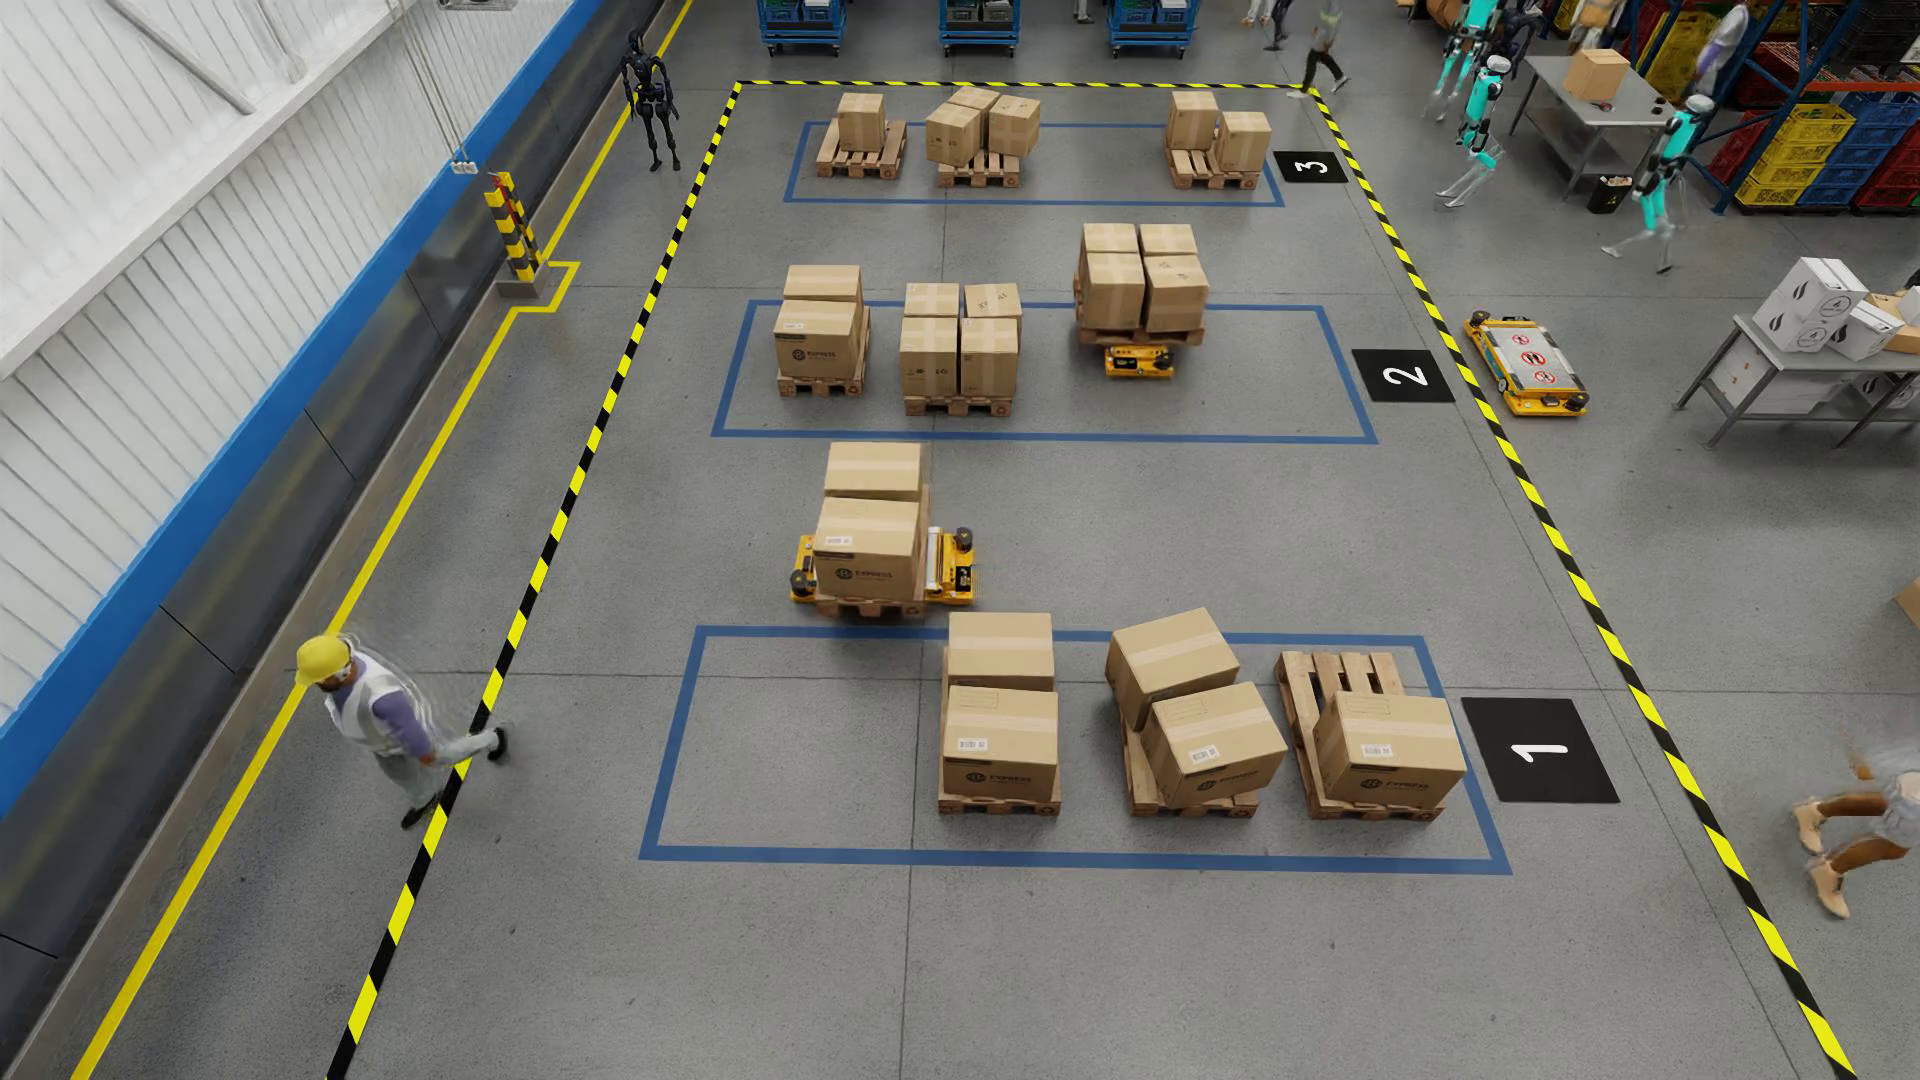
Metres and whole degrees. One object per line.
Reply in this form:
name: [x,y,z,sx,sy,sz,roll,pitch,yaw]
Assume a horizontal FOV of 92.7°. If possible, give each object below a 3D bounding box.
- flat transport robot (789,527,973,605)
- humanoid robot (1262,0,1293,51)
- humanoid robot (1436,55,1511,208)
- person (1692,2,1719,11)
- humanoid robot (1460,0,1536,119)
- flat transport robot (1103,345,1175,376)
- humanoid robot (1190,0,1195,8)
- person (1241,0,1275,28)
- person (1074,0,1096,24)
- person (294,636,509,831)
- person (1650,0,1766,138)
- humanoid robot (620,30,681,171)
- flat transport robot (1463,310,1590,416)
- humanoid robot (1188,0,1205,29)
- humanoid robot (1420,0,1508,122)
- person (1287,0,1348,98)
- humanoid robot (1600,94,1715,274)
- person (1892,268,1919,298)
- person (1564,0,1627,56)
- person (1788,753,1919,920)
flat transport robot: [-0.611,0.191,7.350,1.431,0.197,0.652,1,49,1]
humanoid robot: [4.920,-8.297,13.778,0.381,1.654,0.591,6,49,5]
humanoid robot: [6.042,-4.652,10.499,0.735,1.677,0.533,0,49,0]
person: [10.844,-7.890,13.391,0.500,1.730,0.492,-8,50,-7]
humanoid robot: [7.145,-6.390,12.136,0.611,1.652,0.333,36,58,27]
flat transport robot: [1.782,-2.216,9.433,0.652,0.197,1.431,1,49,1]
humanoid robot: [3.981,-9.620,14.941,0.713,1.631,0.601,-33,57,-25]
person: [4.835,-9.038,14.316,0.626,1.844,0.429,-11,50,-9]
person: [2.005,-9.184,14.449,0.423,1.833,0.561,-3,49,-3]
person: [-3.389,1.086,5.580,0.598,1.809,0.773,24,53,19]
person: [9.529,-5.996,11.584,0.421,1.991,0.696,33,57,25]
humanoid robot: [-3.769,-5.360,11.231,0.599,1.657,0.315,-1,49,-1]
flat transport robot: [5.573,-1.757,9.054,0.659,0.231,1.431,1,49,1]
humanoid robot: [3.520,-8.730,14.126,1.036,1.733,0.540,17,51,14]
humanoid robot: [6.608,-6.346,12.071,0.533,1.817,0.682,22,53,18]
person: [5.108,-7.002,12.570,0.759,1.822,0.614,9,50,8]
humanoid robot: [7.655,-3.690,9.797,0.558,1.836,0.878,-24,53,-19]
person: [10.337,-3.176,9.249,0.337,1.838,0.505,-32,56,-25]
person: [8.752,-7.185,12.675,0.769,1.899,0.563,-37,58,-27]
person: [5.539,1.469,5.136,0.642,1.971,0.856,0,49,0]
